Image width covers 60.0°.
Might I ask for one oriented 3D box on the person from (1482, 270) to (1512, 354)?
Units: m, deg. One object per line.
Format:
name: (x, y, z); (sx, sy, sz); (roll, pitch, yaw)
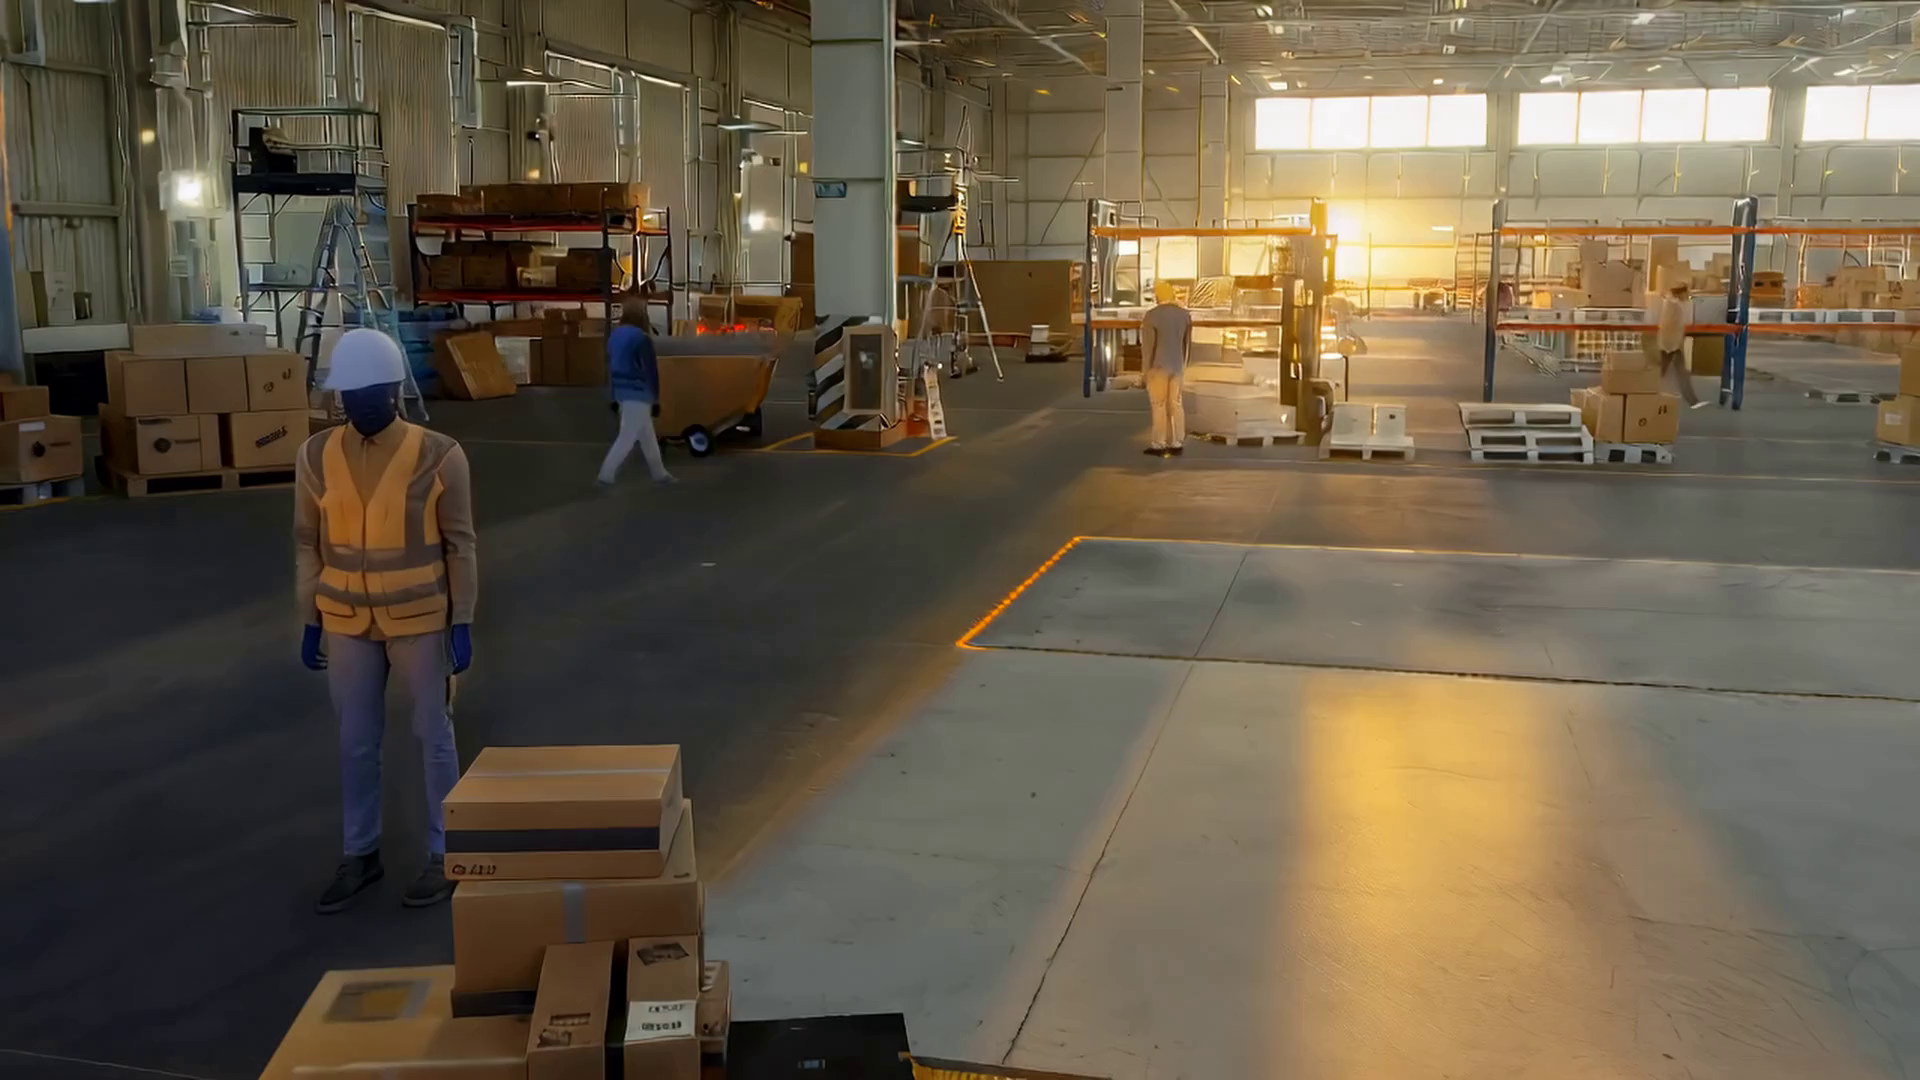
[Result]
person: (12.194, -5.178, 37.818); (0.650, 1.879, 1.034); (2, 10, 11)

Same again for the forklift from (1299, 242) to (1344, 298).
forklift: (10.809, -7.963, 51.288); (1.873, 2.768, 1.129); (-4, 10, -20)

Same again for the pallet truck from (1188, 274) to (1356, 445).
pallet truck: (3.653, -2.138, 19.590); (1.885, 1.965, 0.823); (-4, 10, -20)

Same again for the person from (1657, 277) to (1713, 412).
person: (10.114, -2.718, 23.315); (0.925, 1.884, 0.612); (2, 10, 12)

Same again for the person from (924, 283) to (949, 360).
person: (-0.529, -4.806, 35.542); (0.555, 1.913, 0.647); (-5, 11, -26)

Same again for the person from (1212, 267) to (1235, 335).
person: (7.253, -6.555, 45.813); (0.627, 1.929, 0.355); (1, 10, 7)

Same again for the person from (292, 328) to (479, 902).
person: (-1.935, 0.264, 5.598); (0.614, 1.943, 0.404); (0, 10, 3)

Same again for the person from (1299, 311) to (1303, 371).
person: (6.731, -4.101, 31.915); (0.485, 1.739, 0.320); (-8, 13, -40)

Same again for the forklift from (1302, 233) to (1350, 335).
forklift: (9.694, -6.888, 44.961); (1.129, 2.768, 1.873); (-2, 10, -14)

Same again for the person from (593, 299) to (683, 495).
person: (-3.017, -1.323, 15.372); (0.964, 1.801, 0.634); (-8, 12, -38)

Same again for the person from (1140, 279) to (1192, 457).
person: (2.248, -1.879, 18.239); (0.635, 1.936, 0.355); (-5, 11, -29)

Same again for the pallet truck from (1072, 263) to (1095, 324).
pallet truck: (4.325, -8.180, 55.162); (0.823, 1.965, 1.885); (6, 11, 31)
